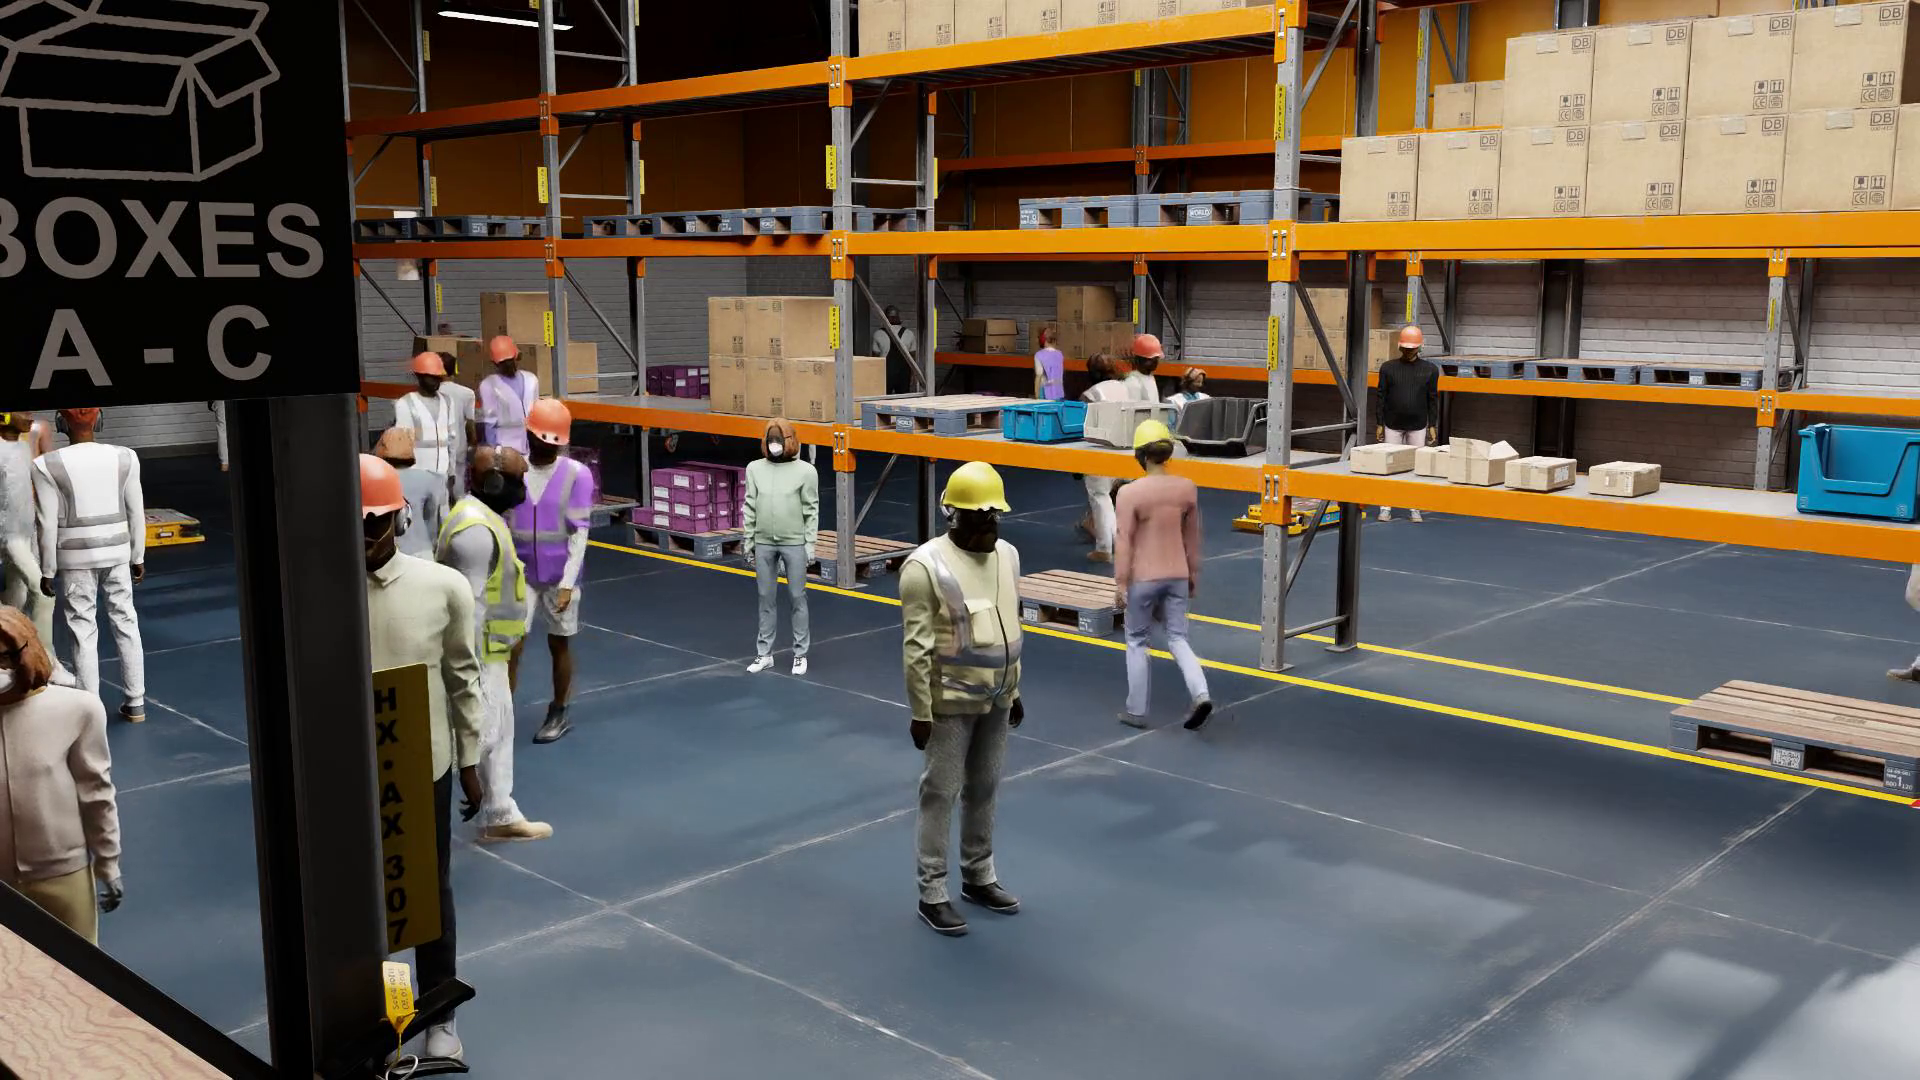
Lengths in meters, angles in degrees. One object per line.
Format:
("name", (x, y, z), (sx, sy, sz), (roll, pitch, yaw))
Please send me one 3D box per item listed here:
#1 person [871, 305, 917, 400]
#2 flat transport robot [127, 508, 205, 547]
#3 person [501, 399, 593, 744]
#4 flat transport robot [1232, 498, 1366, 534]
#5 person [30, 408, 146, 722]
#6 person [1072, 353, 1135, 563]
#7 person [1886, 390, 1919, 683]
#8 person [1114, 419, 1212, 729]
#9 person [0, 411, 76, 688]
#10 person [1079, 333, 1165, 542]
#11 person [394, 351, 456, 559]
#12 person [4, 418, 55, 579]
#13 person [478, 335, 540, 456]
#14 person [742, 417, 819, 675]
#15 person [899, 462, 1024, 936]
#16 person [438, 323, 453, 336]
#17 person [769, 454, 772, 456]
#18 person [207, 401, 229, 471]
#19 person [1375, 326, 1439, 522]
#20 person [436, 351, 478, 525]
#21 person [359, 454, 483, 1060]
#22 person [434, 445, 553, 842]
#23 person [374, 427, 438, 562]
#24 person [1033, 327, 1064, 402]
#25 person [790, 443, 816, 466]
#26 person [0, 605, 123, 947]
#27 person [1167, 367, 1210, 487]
("person", (-1.005, -2.488, 24.768), (0.688, 2.000, 0.536), (-2, 10, -14))
("flat transport robot", (-7.677, -0.126, 15.694), (0.652, 0.197, 1.431), (-7, 12, -39))
("person", (-2.222, 0.206, 8.746), (0.564, 1.881, 0.803), (1, 9, 5))
("flat transport robot", (3.385, -0.262, 16.528), (0.652, 0.197, 1.431), (9, 13, 43))
("person", (-4.823, 0.122, 9.249), (0.356, 1.883, 0.574), (8, 12, 41))
("person", (1.220, -0.707, 14.494), (0.651, 1.826, 0.475), (-9, 13, -44))
("person", (6.018, -0.060, 10.055), (0.569, 1.981, 0.616), (7, 11, 36))
("person", (1.125, 0.214, 9.124), (0.553, 1.743, 0.601), (-4, 10, -24))
("person", (-5.605, -0.002, 10.110), (0.719, 1.846, 0.537), (-1, 9, -9))
("person", (1.567, -0.896, 15.186), (1.002, 1.996, 0.619), (4, 10, 24))
("person", (-4.460, -0.613, 13.728), (0.885, 1.907, 0.552), (6, 11, 35))
("person", (-7.528, -0.413, 13.301), (0.616, 1.621, 0.407), (-3, 10, -17))
("person", (-3.934, -0.809, 14.589), (0.599, 1.999, 0.647), (7, 11, 36))
("person", (-1.137, 0.037, 10.522), (0.500, 1.635, 0.287), (2, 10, 13))
("person", (0.037, 0.601, 6.474), (0.404, 1.827, 0.600), (9, 13, 44))
("person", (-6.656, -1.825, 21.221), (0.832, 1.877, 0.638), (3, 10, 18))
("person", (-2.551, -2.018, 22.500), (0.585, 1.849, 0.937), (0, 9, -3))
("person", (-9.249, -1.792, 21.112), (0.621, 1.845, 0.429), (-2, 9, -10))
("person", (4.510, -1.164, 16.820), (0.609, 1.986, 0.390), (2, 9, 13))
("person", (-4.597, -0.784, 14.986), (0.496, 1.836, 0.825), (-5, 10, -27))
("person", (-1.828, 0.716, 5.263), (0.623, 1.992, 0.396), (-2, 9, -12))
("person", (-2.209, 0.485, 7.273), (0.688, 1.809, 0.644), (-3, 10, -15))
("person", (-3.473, 0.089, 10.364), (0.888, 1.579, 0.504), (9, 13, 43))
("person", (1.094, -1.785, 21.100), (0.445, 1.826, 0.588), (7, 12, 37))
("person", (-2.065, -1.761, 21.537), (0.522, 1.640, 0.306), (-7, 11, -35))
("person", (-2.691, 0.978, 4.786), (0.502, 1.627, 0.272), (-4, 10, -25))
("person", (2.220, -0.858, 16.074), (0.531, 1.614, 0.556), (-5, 11, -30))
